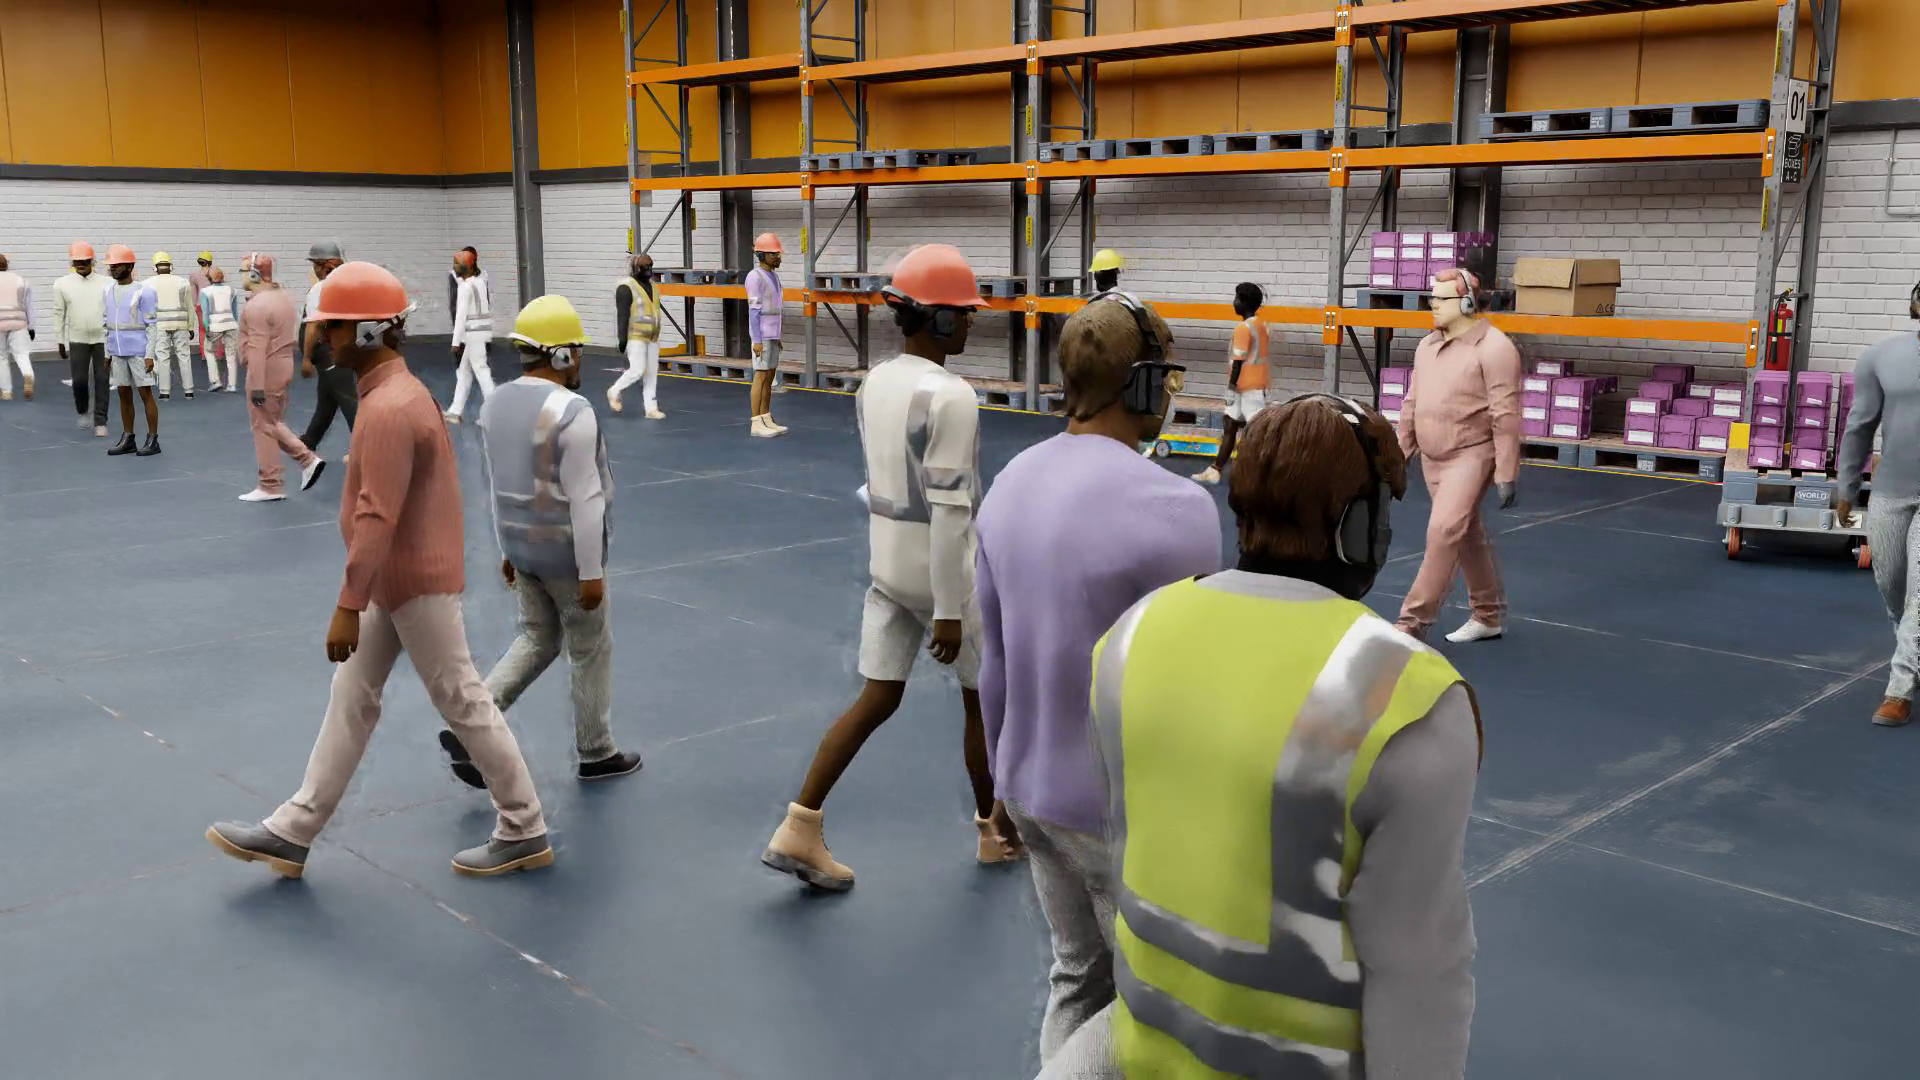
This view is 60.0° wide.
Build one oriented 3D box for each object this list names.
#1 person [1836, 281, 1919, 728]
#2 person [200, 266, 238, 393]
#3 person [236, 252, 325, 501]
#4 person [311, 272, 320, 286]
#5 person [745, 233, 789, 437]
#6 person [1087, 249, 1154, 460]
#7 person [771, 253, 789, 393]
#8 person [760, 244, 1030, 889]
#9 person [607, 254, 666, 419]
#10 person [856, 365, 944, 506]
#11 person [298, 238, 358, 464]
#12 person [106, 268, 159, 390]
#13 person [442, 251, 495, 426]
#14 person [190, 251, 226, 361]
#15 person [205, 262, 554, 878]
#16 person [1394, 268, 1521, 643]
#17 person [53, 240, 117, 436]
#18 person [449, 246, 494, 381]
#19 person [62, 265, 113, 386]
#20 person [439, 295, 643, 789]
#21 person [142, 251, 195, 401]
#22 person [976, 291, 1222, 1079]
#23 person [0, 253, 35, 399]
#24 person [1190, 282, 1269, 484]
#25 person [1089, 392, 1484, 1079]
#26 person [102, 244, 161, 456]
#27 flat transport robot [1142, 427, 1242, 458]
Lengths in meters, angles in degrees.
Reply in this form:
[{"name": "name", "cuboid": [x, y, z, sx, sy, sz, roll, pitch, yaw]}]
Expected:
[{"name": "person", "cuboid": [4.116, -0.214, 7.094, 0.641, 1.908, 0.936, 9, 14, 42]}, {"name": "person", "cuboid": [-9.543, -2.704, 21.434, 0.524, 1.618, 0.508, 9, 14, 42]}, {"name": "person", "cuboid": [-5.242, -1.232, 12.649, 0.513, 1.895, 0.663, 0, 10, -2]}, {"name": "person", "cuboid": [-9.083, -3.345, 24.064, 0.542, 1.939, 0.356, -6, 12, -31]}, {"name": "person", "cuboid": [-1.929, -2.065, 16.799, 0.387, 2.041, 0.615, 3, 11, 14]}, {"name": "person", "cuboid": [1.311, -1.487, 14.017, 0.702, 1.912, 0.598, 4, 11, 21]}, {"name": "person", "cuboid": [-2.449, -2.838, 21.446, 0.339, 1.882, 0.581, -5, 12, -27]}, {"name": "person", "cuboid": [-0.171, 0.099, 5.117, 1.017, 2.007, 0.620, -6, 12, -31]}, {"name": "person", "cuboid": [-3.582, -2.245, 18.392, 0.597, 1.823, 0.640, 6, 12, 28]}, {"name": "person", "cuboid": [-0.282, -1.071, 11.963, 0.923, 1.842, 0.526, 0, 10, 0]}, {"name": "person", "cuboid": [-5.630, -1.682, 14.718, 0.994, 2.000, 0.700, 1, 10, 7]}, {"name": "person", "cuboid": [-10.858, -2.769, 21.820, 0.702, 1.610, 0.527, -6, 12, -30]}, {"name": "person", "cuboid": [-5.282, -2.122, 17.631, 0.897, 1.847, 0.607, 0, 10, 2]}, {"name": "person", "cuboid": [-12.069, -3.747, 26.726, 0.525, 1.769, 0.308, 0, 10, -3]}, {"name": "person", "cuboid": [-1.797, 0.128, 5.123, 1.056, 1.930, 0.644, -4, 11, -20]}, {"name": "person", "cuboid": [2.323, -0.368, 8.049, 0.974, 1.854, 0.677, -4, 11, -19]}, {"name": "person", "cuboid": [-8.799, -2.032, 16.818, 0.614, 1.972, 0.508, -5, 12, -27]}, {"name": "person", "cuboid": [-6.874, -3.169, 23.286, 0.611, 1.878, 0.991, -9, 13, -39]}, {"name": "person", "cuboid": [-11.728, -2.906, 22.353, 0.493, 1.688, 0.851, 7, 13, 35]}, {"name": "person", "cuboid": [-1.508, 0.035, 5.967, 0.590, 1.814, 0.699, 9, 14, 40]}, {"name": "person", "cuboid": [-9.687, -2.610, 20.363, 0.588, 1.826, 0.403, -7, 12, -33]}, {"name": "person", "cuboid": [0.206, 0.502, 3.126, 0.574, 1.922, 0.637, -6, 12, -30]}, {"name": "person", "cuboid": [-11.675, -2.607, 20.383, 0.630, 1.817, 0.740, -9, 14, -40]}, {"name": "person", "cuboid": [2.302, -1.230, 13.321, 0.857, 1.652, 0.540, 4, 11, 23]}, {"name": "person", "cuboid": [0.508, 0.708, 2.297, 0.704, 1.815, 0.650, -8, 13, -36]}, {"name": "person", "cuboid": [-7.644, -1.737, 15.299, 0.544, 1.939, 0.354, 2, 11, 12]}, {"name": "flat transport robot", "cuboid": [2.282, -0.884, 15.196, 1.431, 0.197, 0.652, 7, 12, 33]}]
